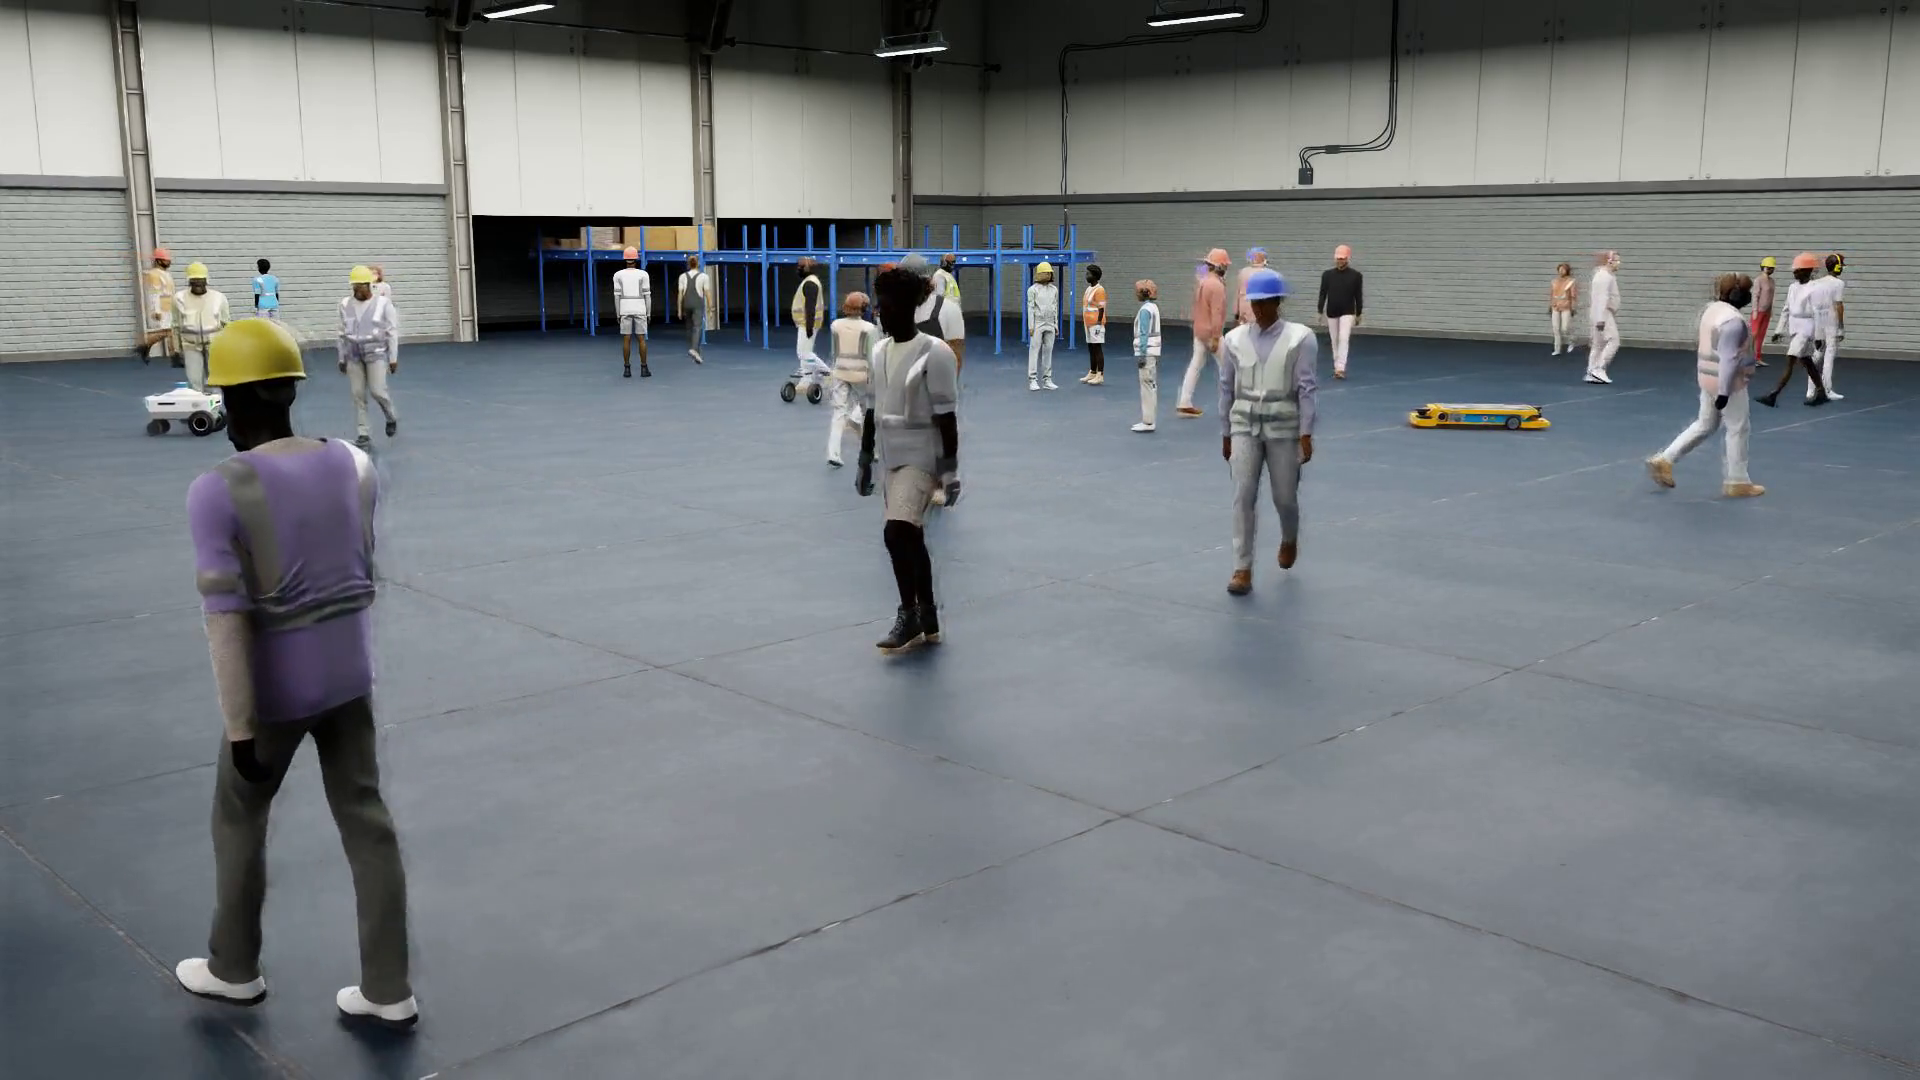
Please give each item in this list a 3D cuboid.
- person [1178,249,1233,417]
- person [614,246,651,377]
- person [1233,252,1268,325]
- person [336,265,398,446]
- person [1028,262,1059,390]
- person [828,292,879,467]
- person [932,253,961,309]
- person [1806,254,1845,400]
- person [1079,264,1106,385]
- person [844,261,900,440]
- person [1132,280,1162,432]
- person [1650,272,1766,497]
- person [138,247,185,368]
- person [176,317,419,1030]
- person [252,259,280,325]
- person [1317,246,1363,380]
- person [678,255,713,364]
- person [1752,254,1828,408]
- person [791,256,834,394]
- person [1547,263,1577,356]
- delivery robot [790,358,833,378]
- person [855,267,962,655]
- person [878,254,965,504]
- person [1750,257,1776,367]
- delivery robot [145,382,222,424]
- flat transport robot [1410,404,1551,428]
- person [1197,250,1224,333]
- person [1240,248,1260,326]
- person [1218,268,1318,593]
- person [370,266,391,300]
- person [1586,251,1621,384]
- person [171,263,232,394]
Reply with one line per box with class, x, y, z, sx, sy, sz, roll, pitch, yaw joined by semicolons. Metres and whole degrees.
person;3.001;-2.401;19.366;1.012;1.939;0.637;-3;11;-17
person;-4.907;-3.427;24.982;0.545;1.943;0.347;-1;10;-3
person;4.550;-3.462;25.405;0.893;1.851;0.664;-6;12;-30
person;-5.998;-1.873;16.872;0.597;1.818;0.500;1;10;4
person;1.156;-2.945;22.898;0.493;1.743;0.295;-7;12;-32
person;-0.983;-1.488;15.362;0.513;1.599;0.845;4;11;21
person;-0.197;-3.417;25.222;0.430;1.838;0.619;2;11;11
person;11.279;-2.768;21.592;0.328;1.872;0.514;-3;11;-16
person;1.904;-3.075;23.733;0.315;1.695;0.541;-3;11;-16
person;-0.766;-1.951;17.200;0.914;1.854;0.568;-1;10;-8
person;2.028;-1.998;18.040;0.314;1.632;0.521;3;11;16
person;6.169;-1.276;13.610;0.830;1.822;0.619;1;10;4
person;-12.820;-3.730;26.708;0.735;1.919;0.557;1;10;3
person;-1.831;0.364;4.452;0.875;1.894;0.609;6;12;31
person;-12.242;-4.110;29.372;0.318;1.699;0.533;5;12;27
person;5.547;-3.320;24.375;0.612;1.940;1.019;5;12;25
person;-4.425;-3.828;27.623;0.555;1.794;0.983;1;10;6
person;10.381;-2.582;20.563;1.053;1.883;0.551;-1;10;-4
person;-1.998;-2.870;22.250;0.534;1.829;0.646;-2;10;-8
person;10.622;-4.064;29.338;0.395;1.627;0.516;-8;13;-39
delivery robot;-1.906;-2.219;21.336;0.335;0.223;0.698;6;12;30
person;-0.328;-0.392;8.399;0.655;1.942;0.649;-8;13;-36
person;-0.309;-1.219;12.790;0.686;2.000;1.070;1;10;7
person;12.978;-3.683;26.870;0.527;1.765;0.329;-7;13;-34
delivery robot;-8.325;-1.449;17.836;0.707;0.478;0.477;-1;10;-7
flat transport robot;5.799;-1.395;18.578;1.431;0.197;0.652;2;10;8
person;5.118;-4.999;33.952;0.594;1.789;0.970;5;12;28
person;4.722;-3.746;26.862;0.991;1.885;0.630;-7;13;-35
person;1.860;-0.676;10.039;0.618;1.923;0.760;4;11;22
person;-9.674;-3.736;27.561;0.525;1.608;0.412;-1;10;-6
person;9.228;-3.169;23.718;0.524;1.886;0.674;4;11;20
person;-8.235;-2.098;18.100;0.621;1.801;0.821;-5;11;-24
